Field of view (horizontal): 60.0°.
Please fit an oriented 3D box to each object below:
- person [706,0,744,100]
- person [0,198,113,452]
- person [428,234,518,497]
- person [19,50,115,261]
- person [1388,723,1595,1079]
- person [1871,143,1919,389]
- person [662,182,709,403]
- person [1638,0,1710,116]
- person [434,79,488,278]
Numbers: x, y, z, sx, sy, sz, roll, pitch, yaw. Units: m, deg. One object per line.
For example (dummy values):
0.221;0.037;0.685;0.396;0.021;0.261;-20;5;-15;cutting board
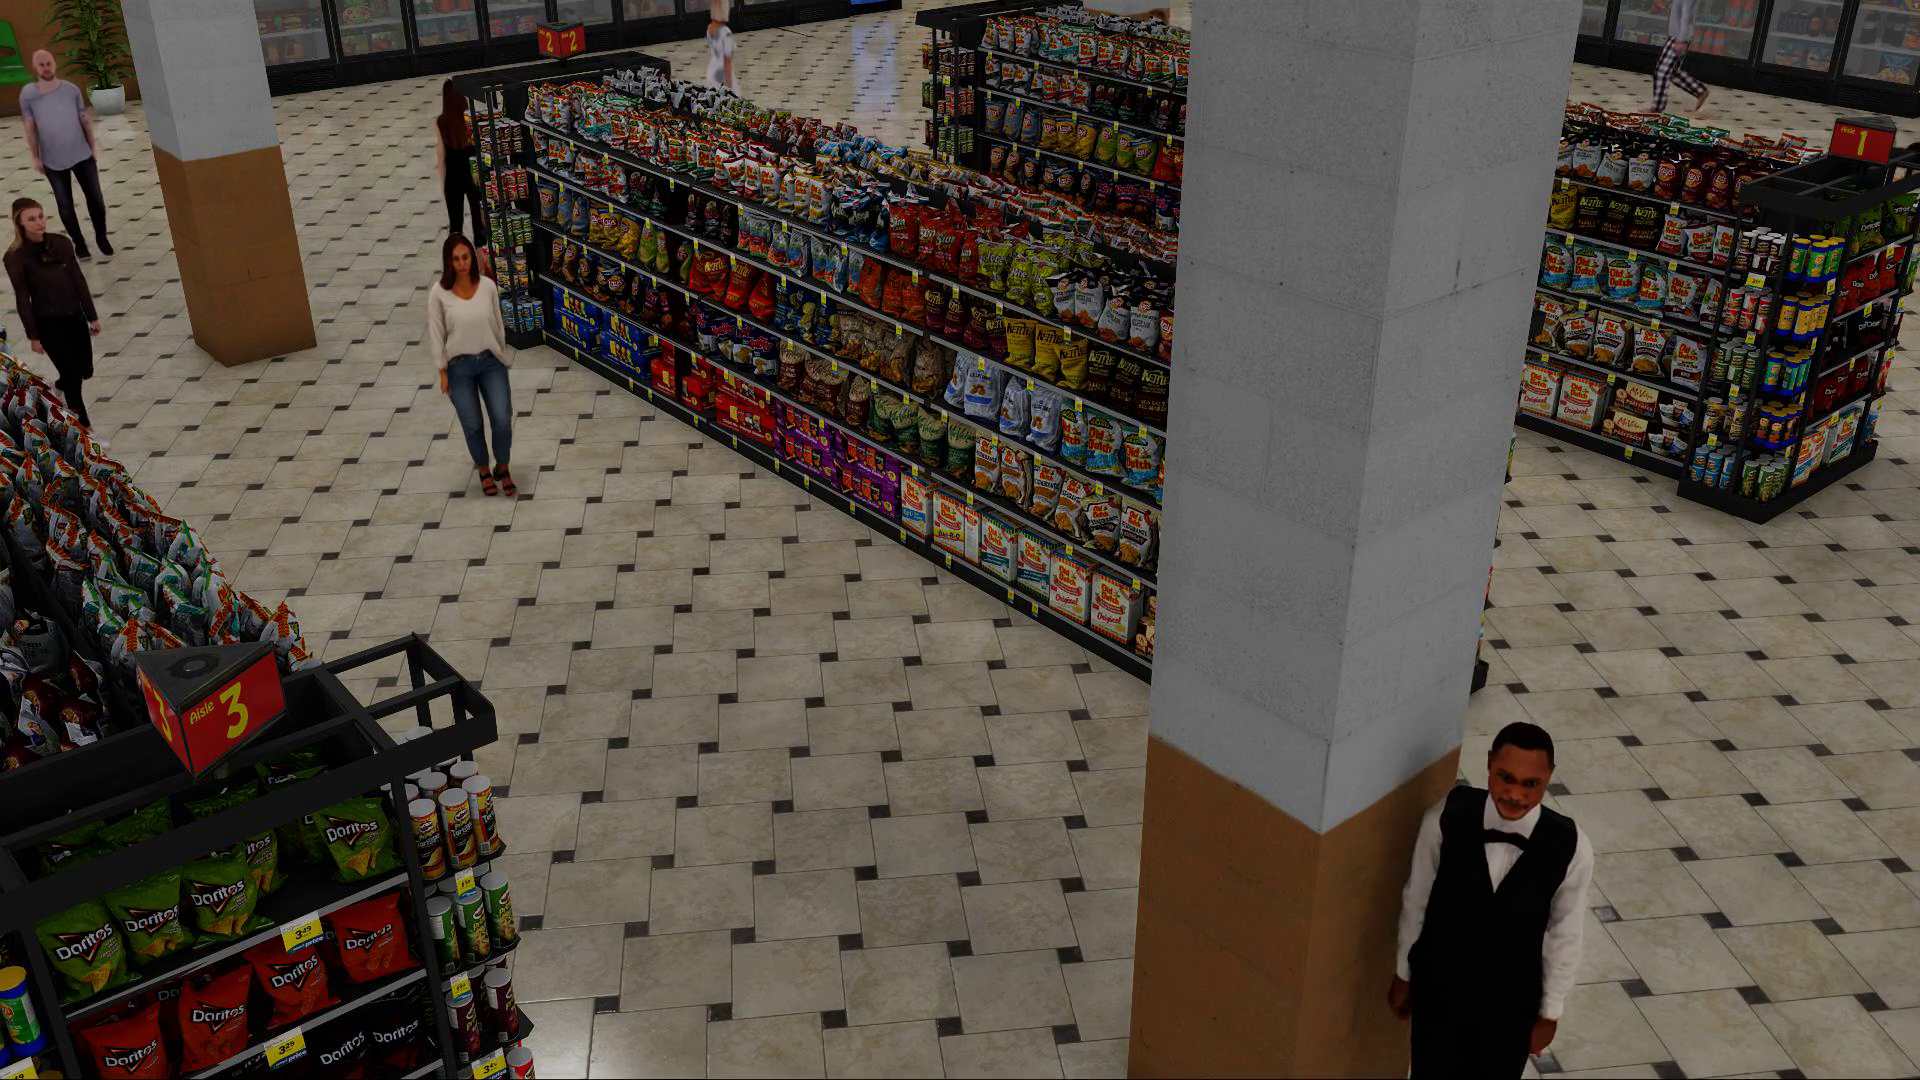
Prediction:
-2.579;-4.819;17.555;0.693;1.709;0.980;-24;35;-38;person
-5.922;-1.418;10.875;1.055;1.684;0.832;15;30;27;person
-3.007;-1.078;10.220;0.689;1.670;0.690;-11;29;-21;person
-7.847;-3.378;14.585;0.724;1.824;0.698;-14;30;-26;person
1.642;1.332;5.210;1.074;1.903;1.009;12;29;23;person
6.614;-1.967;11.896;1.075;1.740;1.172;0;27;0;person
-1.818;-1.719;11.386;0.749;1.758;0.755;13;30;24;person
8.544;-5.895;19.545;1.082;1.828;0.916;10;28;18;person
-4.145;-2.950;13.861;0.791;1.717;0.864;-1;27;-2;person
